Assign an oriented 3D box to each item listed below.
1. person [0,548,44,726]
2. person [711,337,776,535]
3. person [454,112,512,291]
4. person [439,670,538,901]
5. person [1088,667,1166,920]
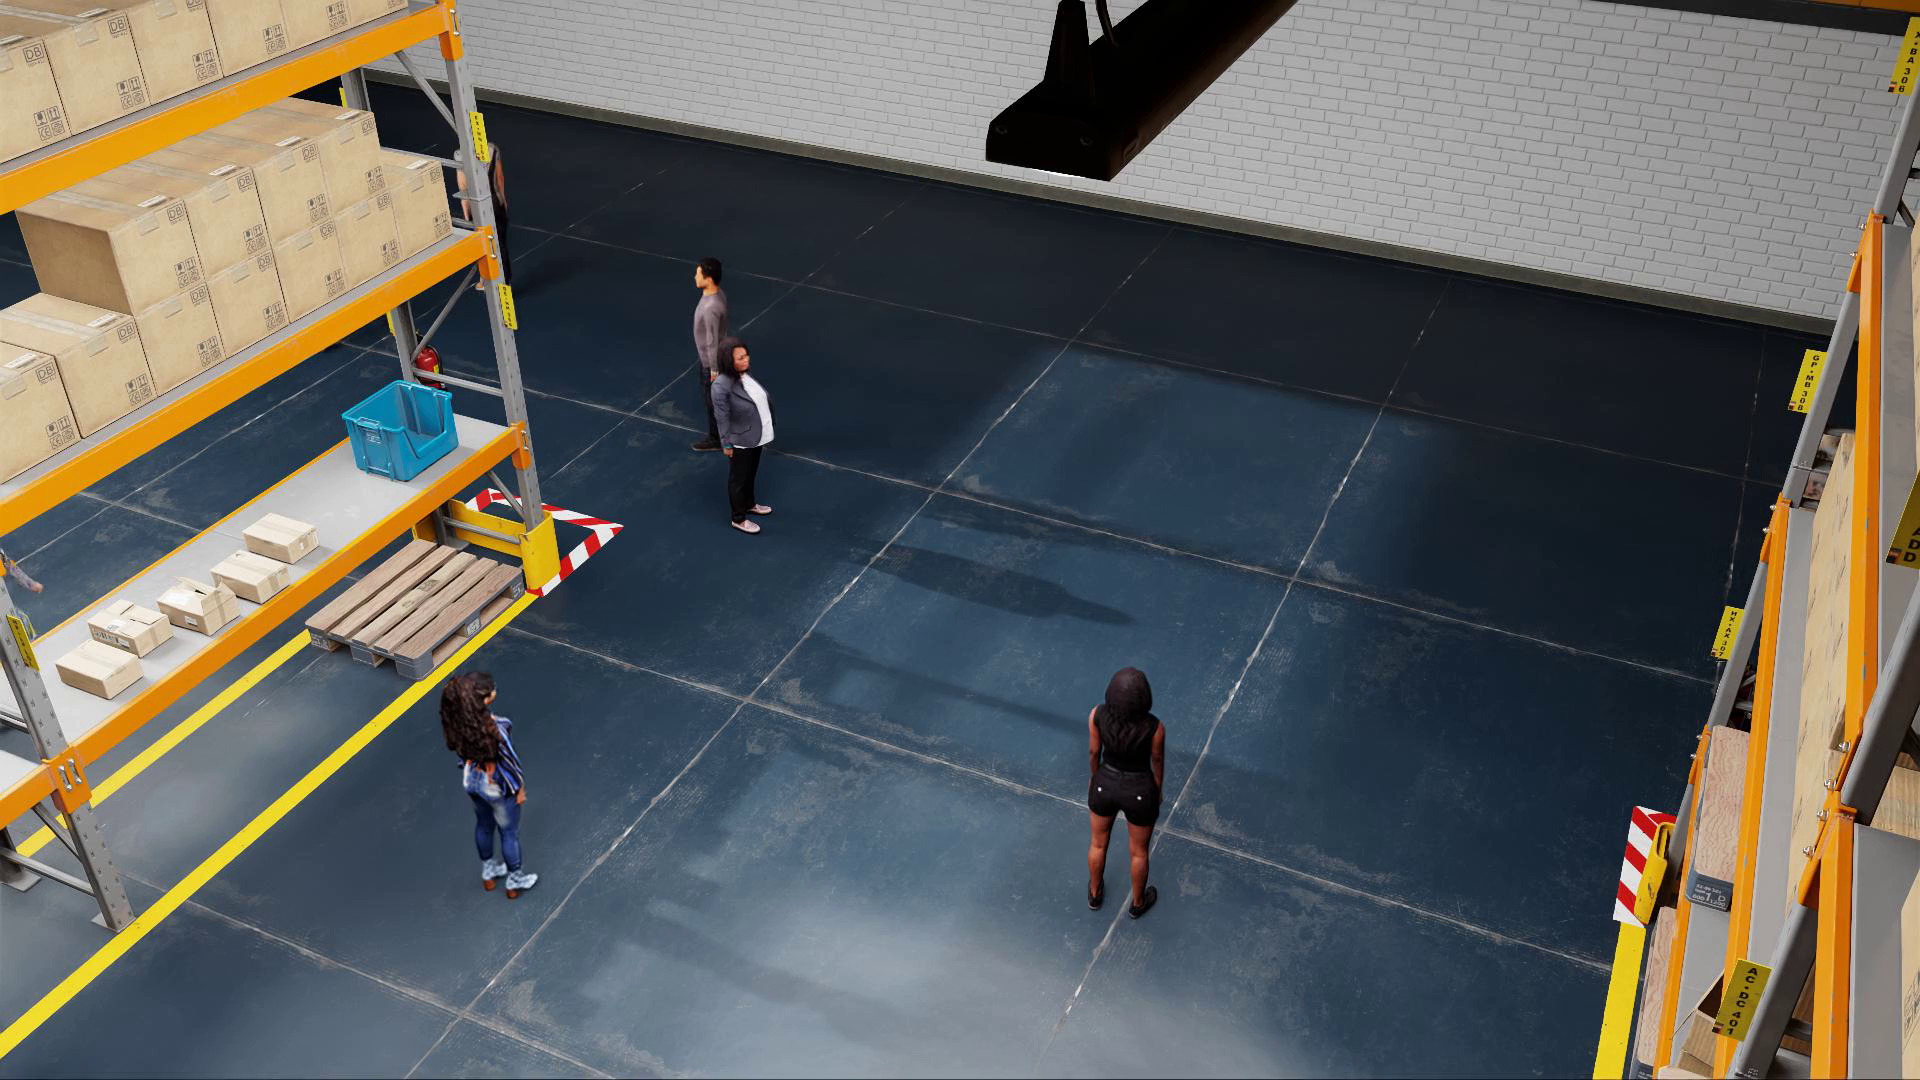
[{"bbox_3d":[-6.363,0.465,10.756,0.602,1.743,1.155,15,36,21],"label":"person"},{"bbox_3d":[-1.680,-0.830,12.836,0.773,1.597,0.642,9,35,13],"label":"person"},{"bbox_3d":[-4.590,-3.219,16.174,0.769,1.880,0.841,-17,37,-23],"label":"person"},{"bbox_3d":[-2.676,1.388,9.477,0.625,1.621,0.566,18,38,25],"label":"person"},{"bbox_3d":[0.920,1.415,9.328,0.610,1.741,0.548,11,35,16],"label":"person"}]
